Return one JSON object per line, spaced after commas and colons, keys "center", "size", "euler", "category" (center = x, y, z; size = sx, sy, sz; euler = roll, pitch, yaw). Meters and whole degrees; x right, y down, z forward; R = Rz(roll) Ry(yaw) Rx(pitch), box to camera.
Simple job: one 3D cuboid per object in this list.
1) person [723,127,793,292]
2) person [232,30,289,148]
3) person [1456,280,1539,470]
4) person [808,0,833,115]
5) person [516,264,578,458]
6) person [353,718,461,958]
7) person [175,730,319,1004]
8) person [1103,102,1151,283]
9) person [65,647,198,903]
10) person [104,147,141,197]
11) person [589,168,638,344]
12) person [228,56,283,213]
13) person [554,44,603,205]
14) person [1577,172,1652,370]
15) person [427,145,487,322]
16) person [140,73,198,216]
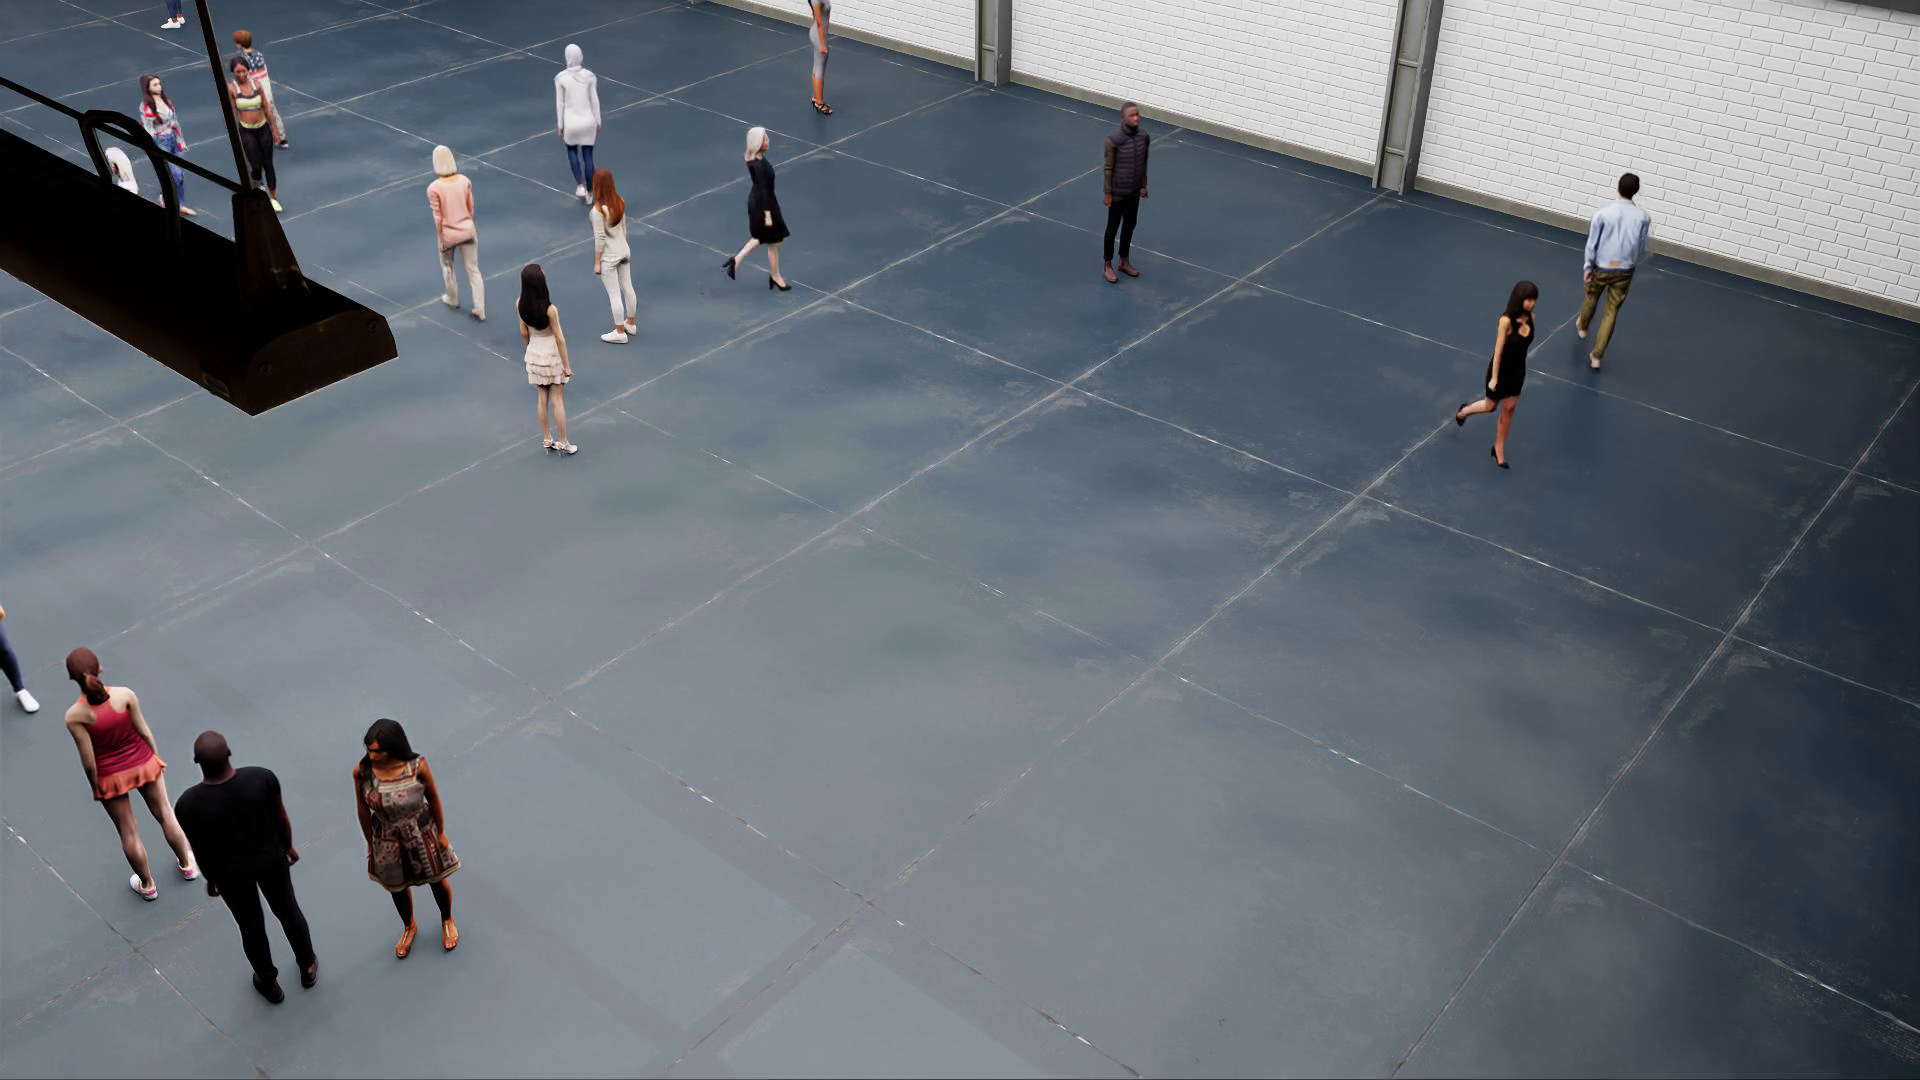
{"center": [-2.027, -3.240, 16.483], "size": [0.969, 1.728, 0.956], "euler": [-7, 34, -11], "category": "person"}
{"center": [-8.399, -5.399, 20.024], "size": [0.945, 1.406, 0.658], "euler": [18, 38, 25], "category": "person"}
{"center": [4.474, -1.413, 13.819], "size": [0.804, 1.635, 0.999], "euler": [-15, 36, -21], "category": "person"}
{"center": [-1.788, -6.312, 21.058], "size": [0.722, 1.781, 0.649], "euler": [-5, 34, -7], "category": "person"}
{"center": [-3.449, -1.482, 13.832], "size": [0.543, 1.736, 0.682], "euler": [14, 36, 20], "category": "person"}
{"center": [-3.070, 1.629, 9.236], "size": [0.718, 1.643, 0.761], "euler": [-5, 34, -8], "category": "person"}
{"center": [-3.797, 1.744, 8.902], "size": [0.721, 1.820, 0.656], "euler": [-21, 39, -29], "category": "person"}
{"center": [1.665, -3.541, 16.840], "size": [0.757, 1.835, 0.693], "euler": [-19, 38, -26], "category": "person"}
{"center": [-4.815, 1.333, 9.581], "size": [0.595, 1.754, 0.589], "euler": [-26, 42, -34], "category": "person"}
{"center": [-7.755, -2.913, 15.935], "size": [0.886, 1.791, 0.817], "euler": [-11, 35, -16], "category": "person"}
{"center": [-3.255, -2.684, 15.659], "size": [0.613, 1.715, 0.634], "euler": [17, 37, 23], "category": "person"}
{"center": [-7.794, -4.498, 18.363], "size": [0.621, 1.743, 0.639], "euler": [-22, 39, -29], "category": "person"}
{"center": [-4.214, -4.579, 18.464], "size": [0.749, 1.766, 0.763], "euler": [-10, 35, -15], "category": "person"}
{"center": [5.972, -2.422, 15.215], "size": [1.157, 1.771, 1.042], "euler": [9, 35, 13], "category": "person"}
{"center": [-4.810, -2.920, 16.030], "size": [0.710, 1.698, 0.938], "euler": [-25, 41, -32], "category": "person"}
{"center": [-8.758, -4.311, 18.210], "size": [0.768, 1.602, 0.726], "euler": [10, 35, 14], "category": "person"}
